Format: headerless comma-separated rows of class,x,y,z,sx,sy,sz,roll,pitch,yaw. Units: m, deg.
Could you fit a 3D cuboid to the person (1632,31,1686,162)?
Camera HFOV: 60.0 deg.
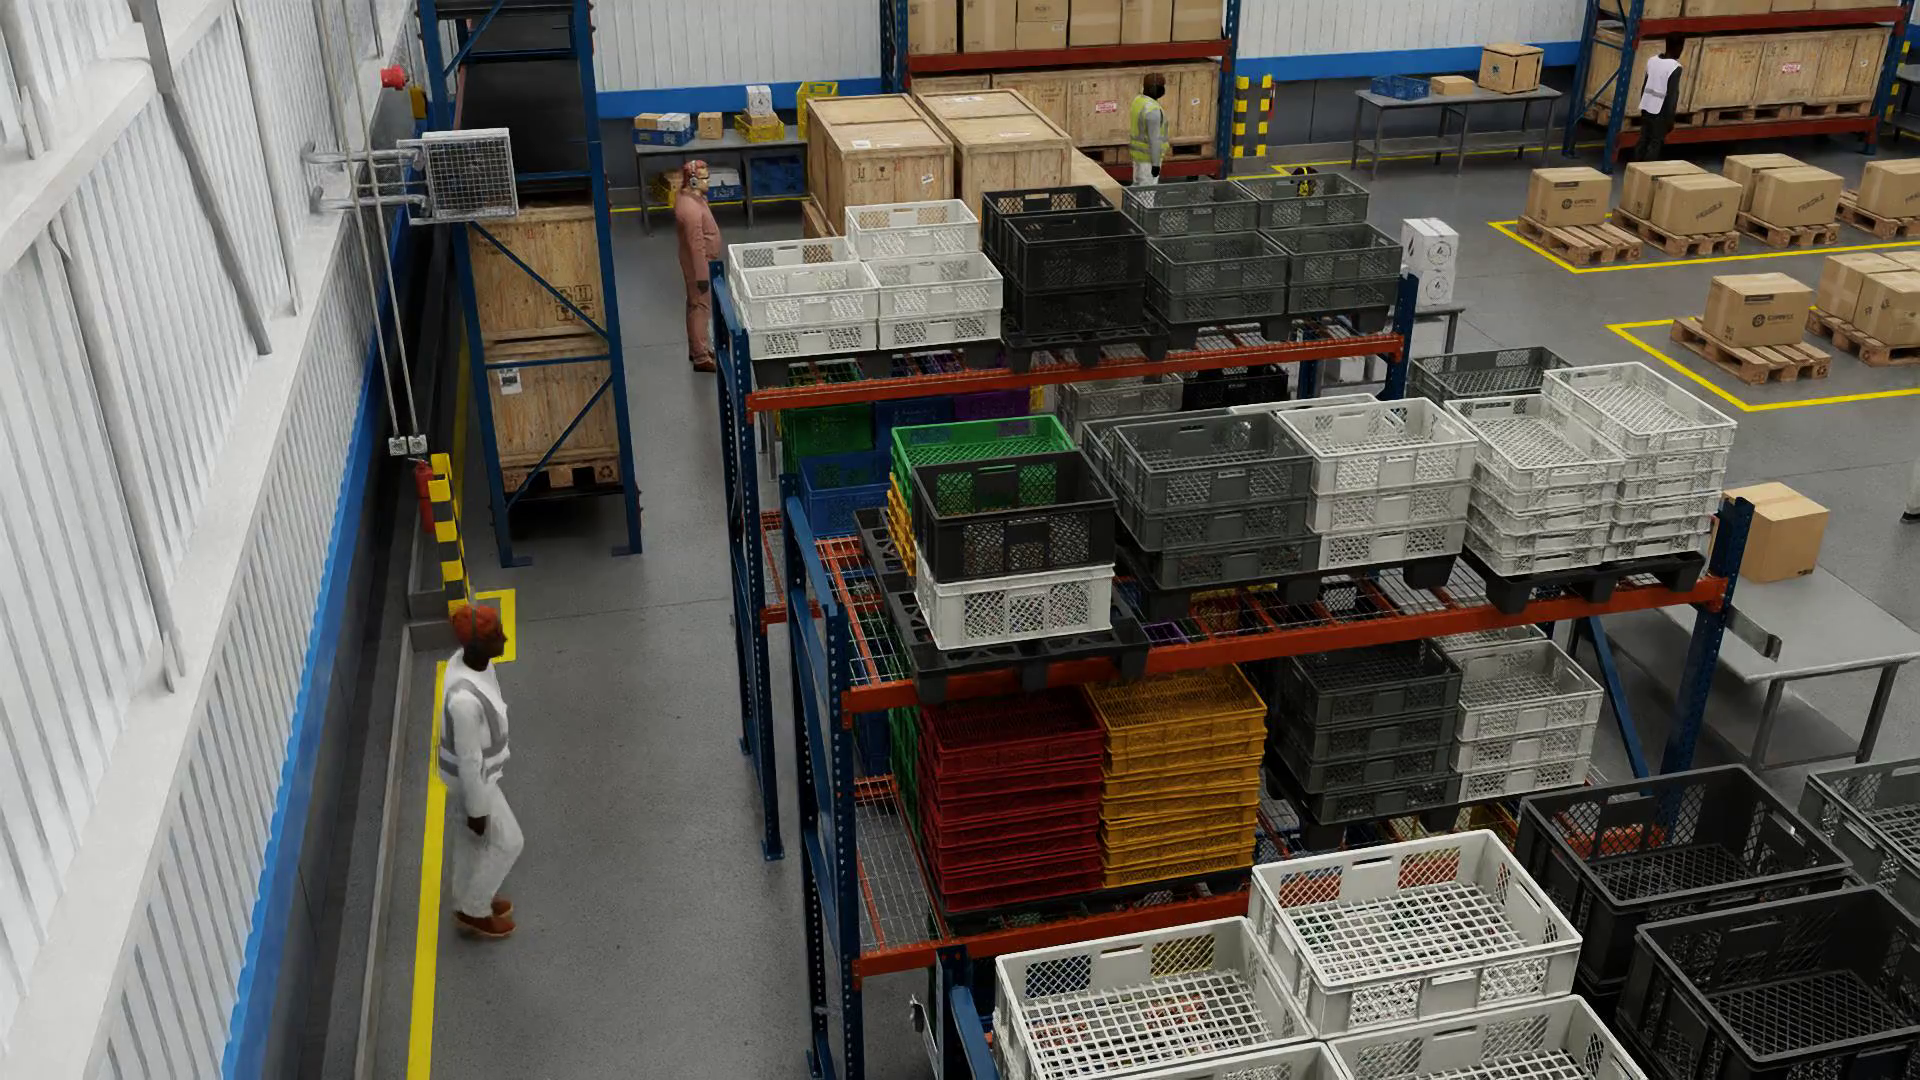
person,8.391,-5.144,20.026,0.372,1.914,0.597,-6,28,-12

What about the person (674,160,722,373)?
person,-2.328,-2.471,14.964,0.403,1.906,0.652,-6,28,-12

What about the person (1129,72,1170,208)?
person,2.087,-4.229,18.367,0.429,1.841,0.634,-6,28,-12

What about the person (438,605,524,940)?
person,-2.371,1.150,8.165,0.489,1.849,0.584,-8,29,-14

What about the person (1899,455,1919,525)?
person,7.265,-0.890,12.046,0.404,1.827,0.600,-6,28,-12

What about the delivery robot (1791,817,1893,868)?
delivery robot,4.523,1.697,8.398,0.477,0.478,0.707,-6,28,-12

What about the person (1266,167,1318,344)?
person,2.977,-2.423,14.912,0.309,1.868,0.534,-6,28,-12

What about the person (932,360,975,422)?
person,-0.062,-0.253,10.723,0.355,1.936,0.635,-6,28,-12
